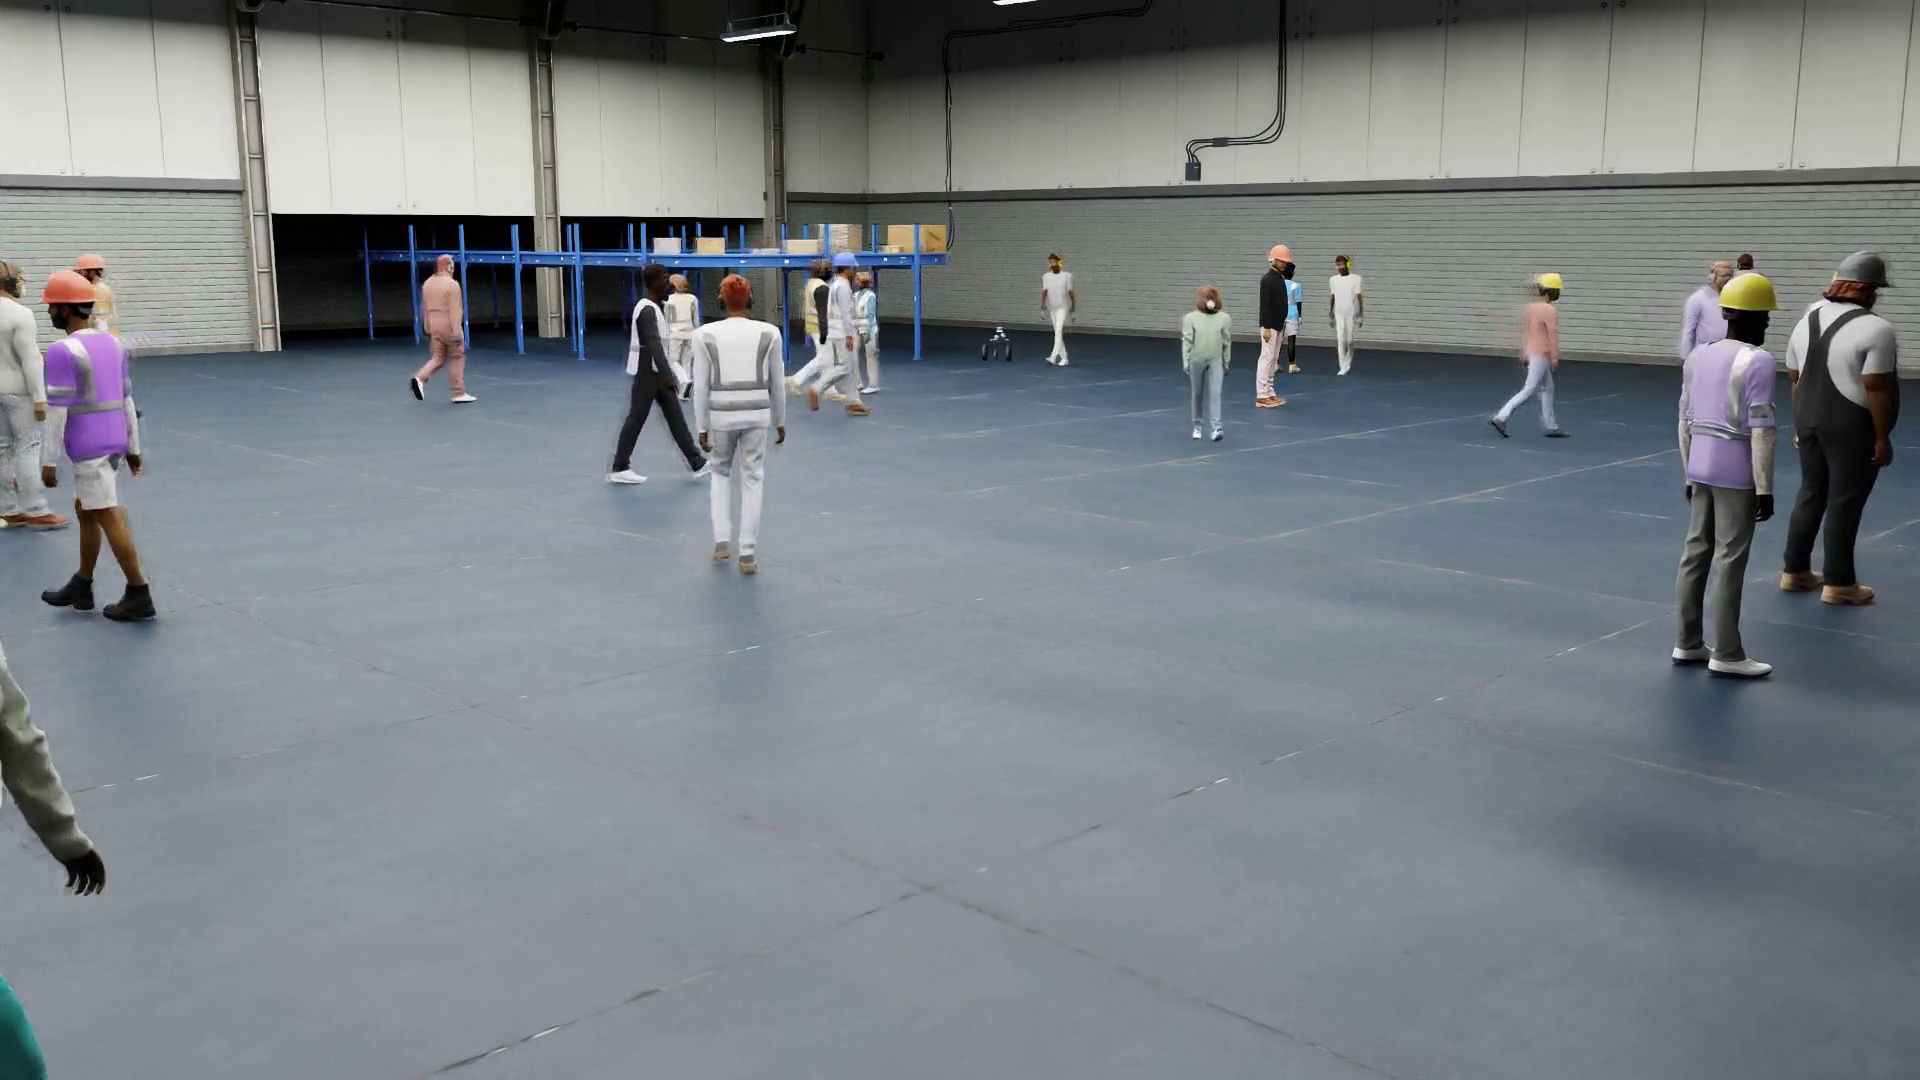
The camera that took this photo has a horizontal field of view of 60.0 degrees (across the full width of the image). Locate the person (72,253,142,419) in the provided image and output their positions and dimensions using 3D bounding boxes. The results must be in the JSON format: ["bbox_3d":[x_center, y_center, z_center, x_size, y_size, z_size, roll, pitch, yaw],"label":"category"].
[{"bbox_3d":[-9.165,-2.087,17.726,0.578,1.923,0.590,-6,12,-31],"label":"person"}]

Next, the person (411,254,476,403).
[{"bbox_3d":[-6.542,-2.655,20.960,0.650,1.881,0.764,7,12,33],"label":"person"}]

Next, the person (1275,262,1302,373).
[{"bbox_3d":[5.048,-3.436,25.702,0.533,1.697,0.319,8,13,37],"label":"person"}]

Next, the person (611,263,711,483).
[{"bbox_3d":[-2.551,-1.419,14.245,1.005,1.867,0.598,0,10,-1],"label":"person"}]

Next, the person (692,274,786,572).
[{"bbox_3d":[-1.404,-0.755,10.647,0.586,1.862,0.636,-1,10,-8],"label":"person"}]

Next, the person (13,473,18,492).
[{"bbox_3d":[-8.185,-1.317,13.581,0.904,1.911,0.641,-4,11,-22],"label":"person"}]

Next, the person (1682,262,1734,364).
[{"bbox_3d":[7.804,-1.934,17.131,0.635,1.843,1.047,-1,10,-7],"label":"person"}]

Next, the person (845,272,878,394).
[{"bbox_3d":[-1.333,-2.757,22.190,0.552,1.615,0.540,-7,13,-34],"label":"person"}]

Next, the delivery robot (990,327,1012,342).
[{"bbox_3d":[0.678,-3.527,28.449,0.335,0.223,0.698,3,10,13],"label":"delivery robot"}]

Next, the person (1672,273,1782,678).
[{"bbox_3d":[3.725,-0.316,8.056,0.374,1.928,0.584,-3,11,-14],"label":"person"}]

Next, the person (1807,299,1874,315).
[{"bbox_3d":[8.455,-1.691,15.927,0.898,1.786,0.625,-9,14,-41],"label":"person"}]

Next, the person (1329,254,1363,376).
[{"bbox_3d":[5.919,-3.444,25.418,0.531,1.831,0.784,5,11,24],"label":"person"}]

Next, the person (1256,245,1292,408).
[{"bbox_3d":[3.903,-2.649,20.619,0.401,1.984,0.619,5,12,27],"label":"person"}]

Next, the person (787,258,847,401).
[{"bbox_3d":[-1.833,-2.674,21.227,0.721,1.824,0.632,-3,11,-15],"label":"person"}]

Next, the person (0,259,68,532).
[{"bbox_3d":[-6.810,-1.038,11.969,0.633,1.938,0.354,5,11,24],"label":"person"}]

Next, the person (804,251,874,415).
[{"bbox_3d":[-1.420,-2.423,19.549,0.729,1.931,0.617,-1,10,-3],"label":"person"}]

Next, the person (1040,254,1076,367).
[{"bbox_3d":[1.548,-3.677,26.716,0.510,1.806,1.015,6,12,29],"label":"person"}]

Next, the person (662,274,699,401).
[{"bbox_3d":[-3.521,-2.564,21.133,0.514,1.626,0.542,-7,12,-33],"label":"person"}]

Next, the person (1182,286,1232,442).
[{"bbox_3d":[2.542,-1.806,17.116,0.507,1.588,0.865,1,10,3],"label":"person"}]

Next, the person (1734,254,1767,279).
[{"bbox_3d":[11.456,-3.264,24.376,0.633,1.839,0.429,1,10,3],"label":"person"}]

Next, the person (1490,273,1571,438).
[{"bbox_3d":[6.015,-1.929,17.423,0.856,1.731,0.540,0,10,-2],"label":"person"}]

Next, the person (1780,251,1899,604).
[{"bbox_3d":[5.161,-0.648,9.676,0.536,2.000,0.693,-3,11,-14],"label":"person"}]

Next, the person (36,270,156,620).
[{"bbox_3d":[-4.875,-0.513,9.169,0.873,1.907,0.565,1,10,6],"label":"person"}]

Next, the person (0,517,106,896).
[{"bbox_3d":[-1.873,0.672,3.200,0.801,1.738,0.539,-2,10,-8],"label":"person"}]
